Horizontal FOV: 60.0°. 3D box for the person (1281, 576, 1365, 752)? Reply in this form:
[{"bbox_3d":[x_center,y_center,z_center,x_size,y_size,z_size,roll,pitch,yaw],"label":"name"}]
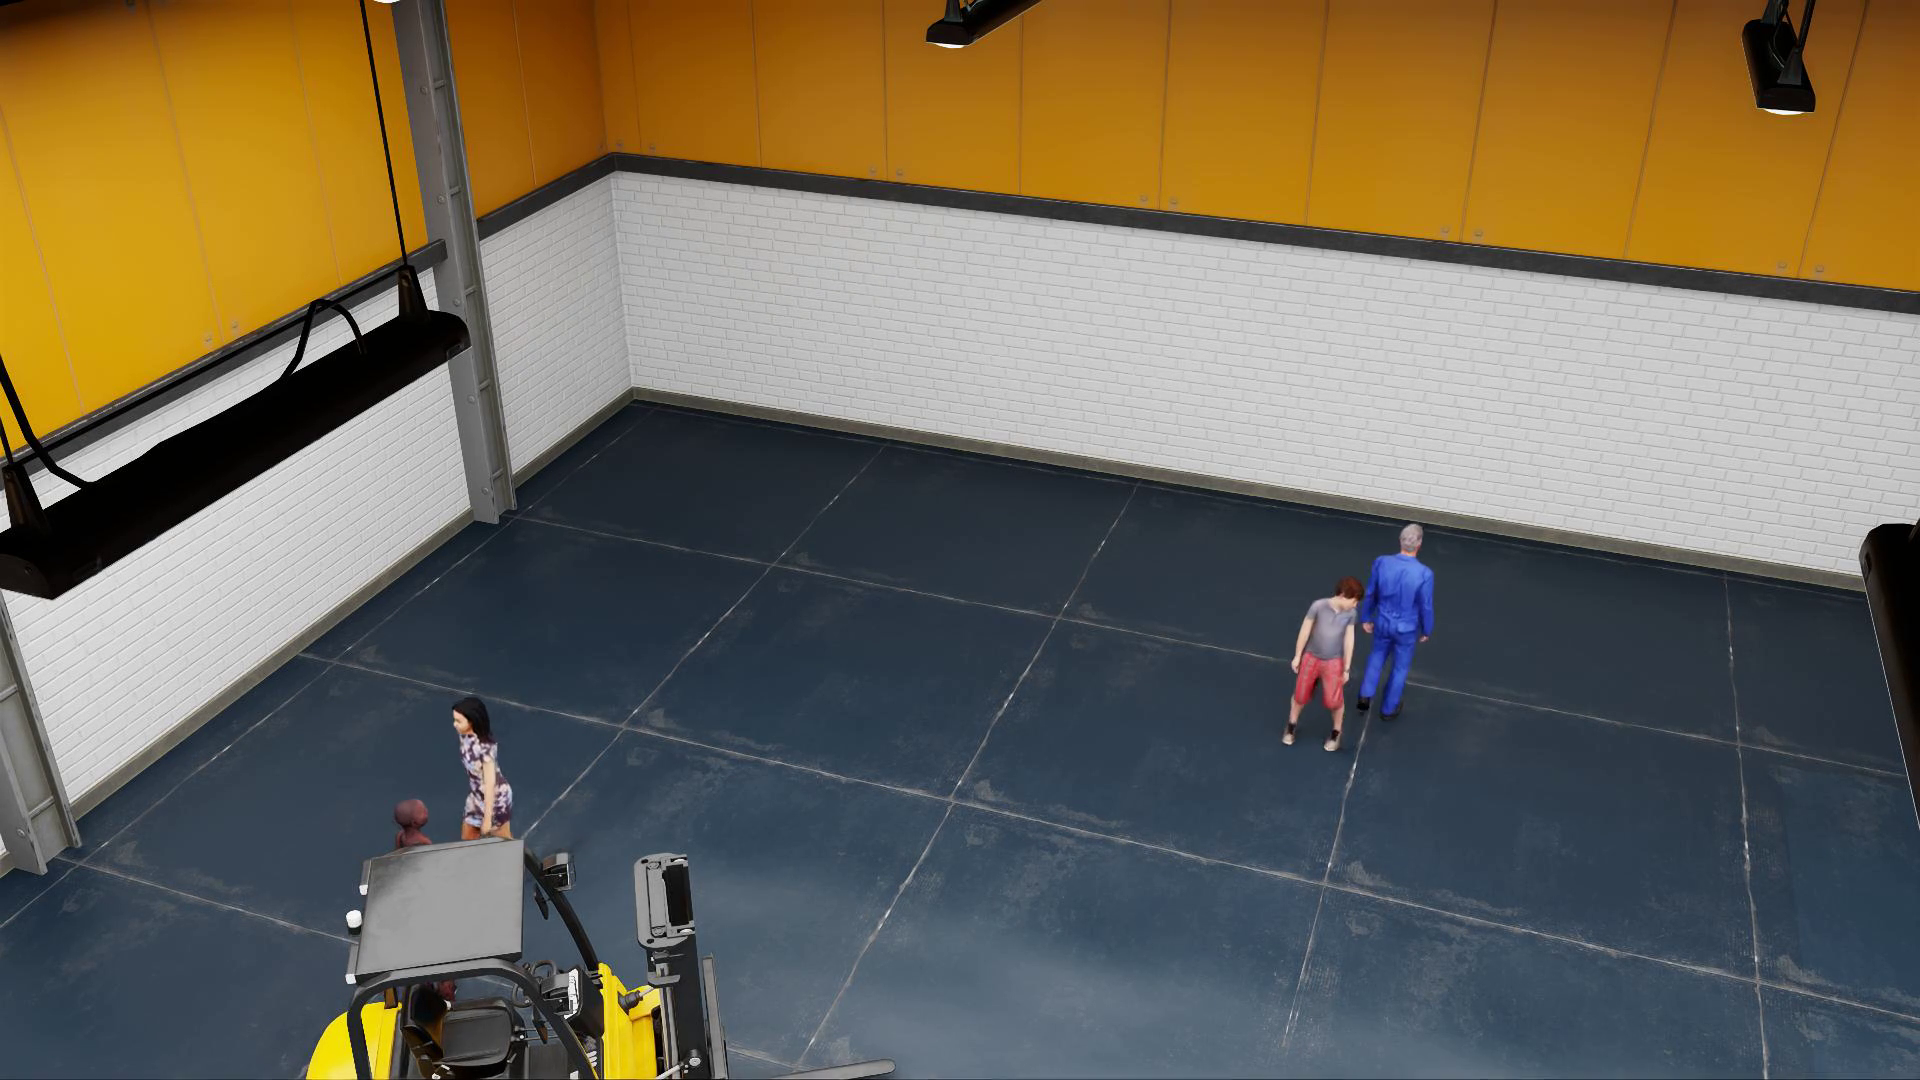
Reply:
[{"bbox_3d":[3.026,0.985,13.698,0.685,1.616,0.564,11,31,20],"label":"person"}]

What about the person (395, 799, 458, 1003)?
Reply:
[{"bbox_3d":[-3.498,2.422,10.916,0.653,1.758,0.633,21,35,33],"label":"person"}]

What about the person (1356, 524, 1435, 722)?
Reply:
[{"bbox_3d":[3.614,0.755,13.916,0.855,1.811,0.883,20,35,33],"label":"person"}]

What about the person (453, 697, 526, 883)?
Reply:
[{"bbox_3d":[-3.323,1.839,12.022,0.699,1.722,0.720,22,35,34],"label":"person"}]
